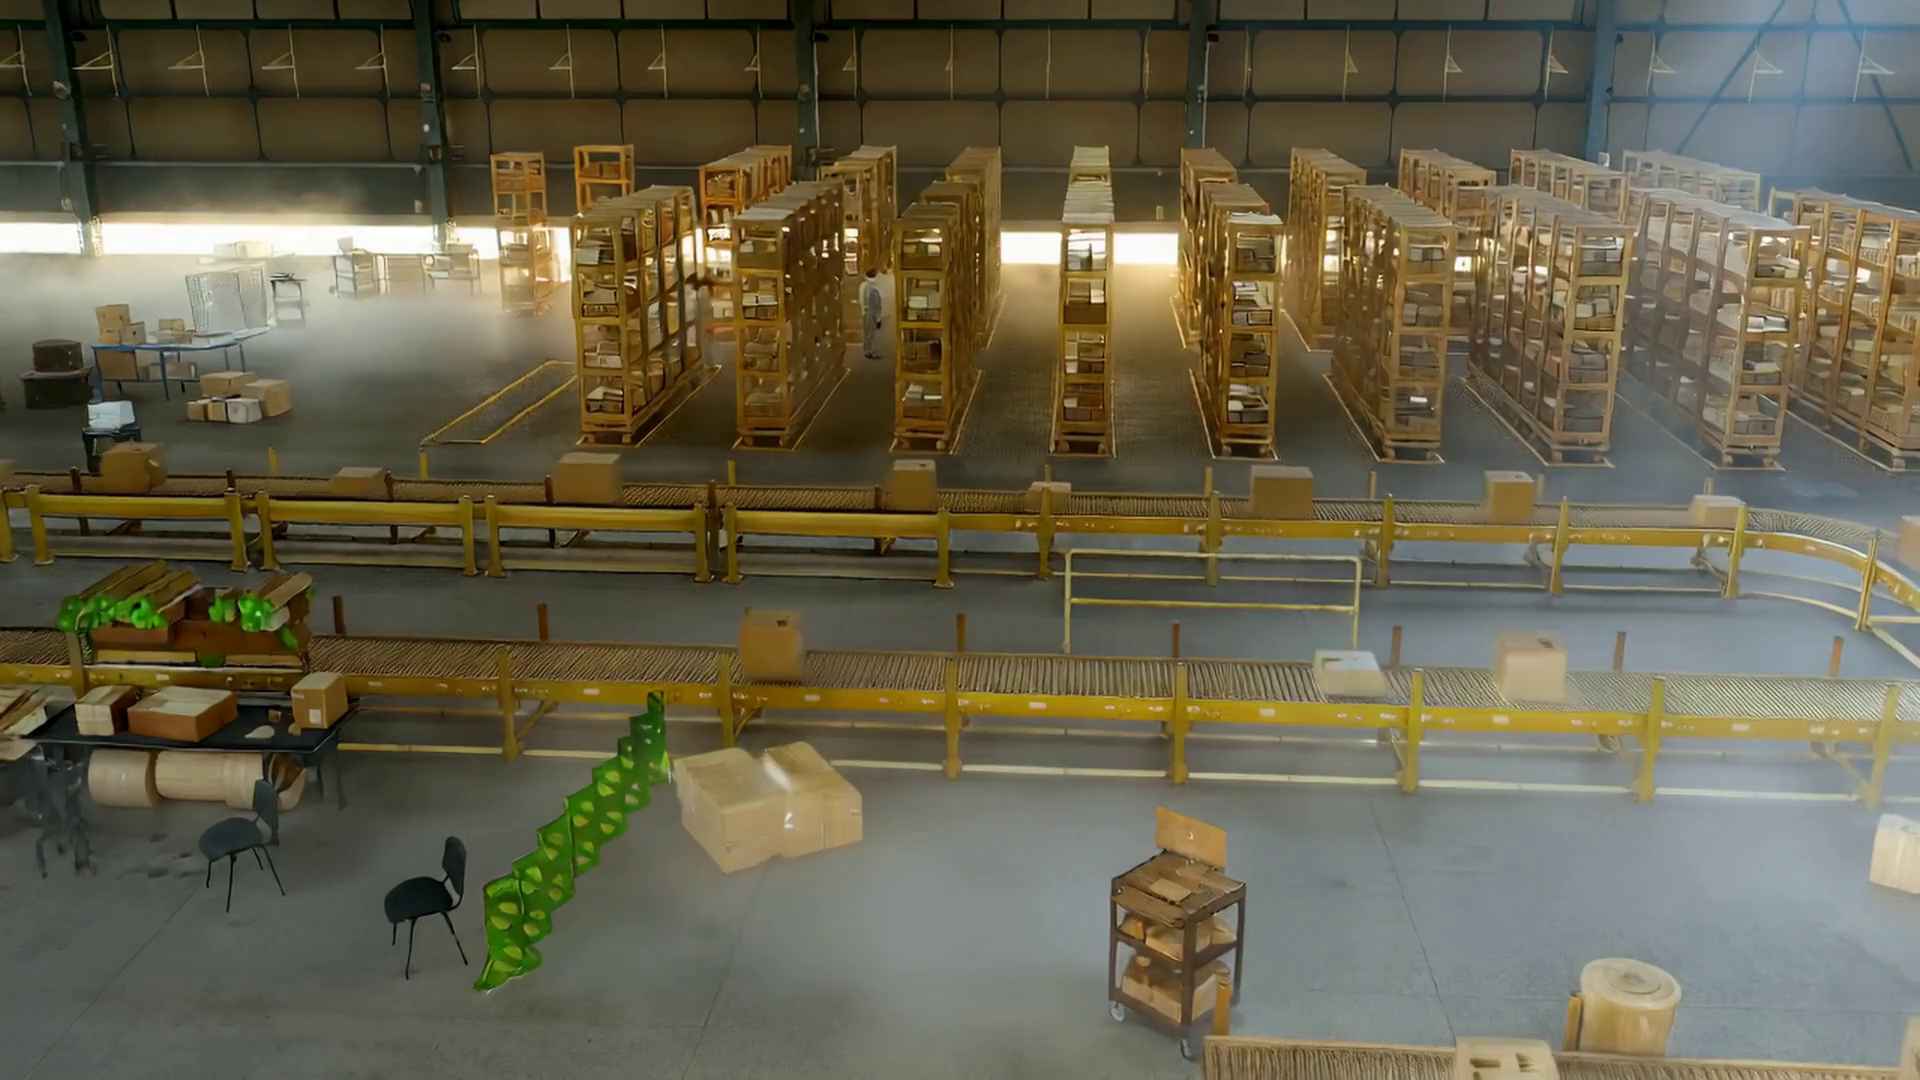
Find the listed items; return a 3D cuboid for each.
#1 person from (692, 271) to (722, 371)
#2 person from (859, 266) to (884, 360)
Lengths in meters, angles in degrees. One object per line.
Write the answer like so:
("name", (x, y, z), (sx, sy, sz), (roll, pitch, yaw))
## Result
("person", (-4.966, -4.153, 31.589), (0.753, 1.924, 0.602), (-10, 20, -28))
("person", (-1.751, -4.466, 32.729), (0.404, 1.834, 0.591), (-10, 20, -29))
